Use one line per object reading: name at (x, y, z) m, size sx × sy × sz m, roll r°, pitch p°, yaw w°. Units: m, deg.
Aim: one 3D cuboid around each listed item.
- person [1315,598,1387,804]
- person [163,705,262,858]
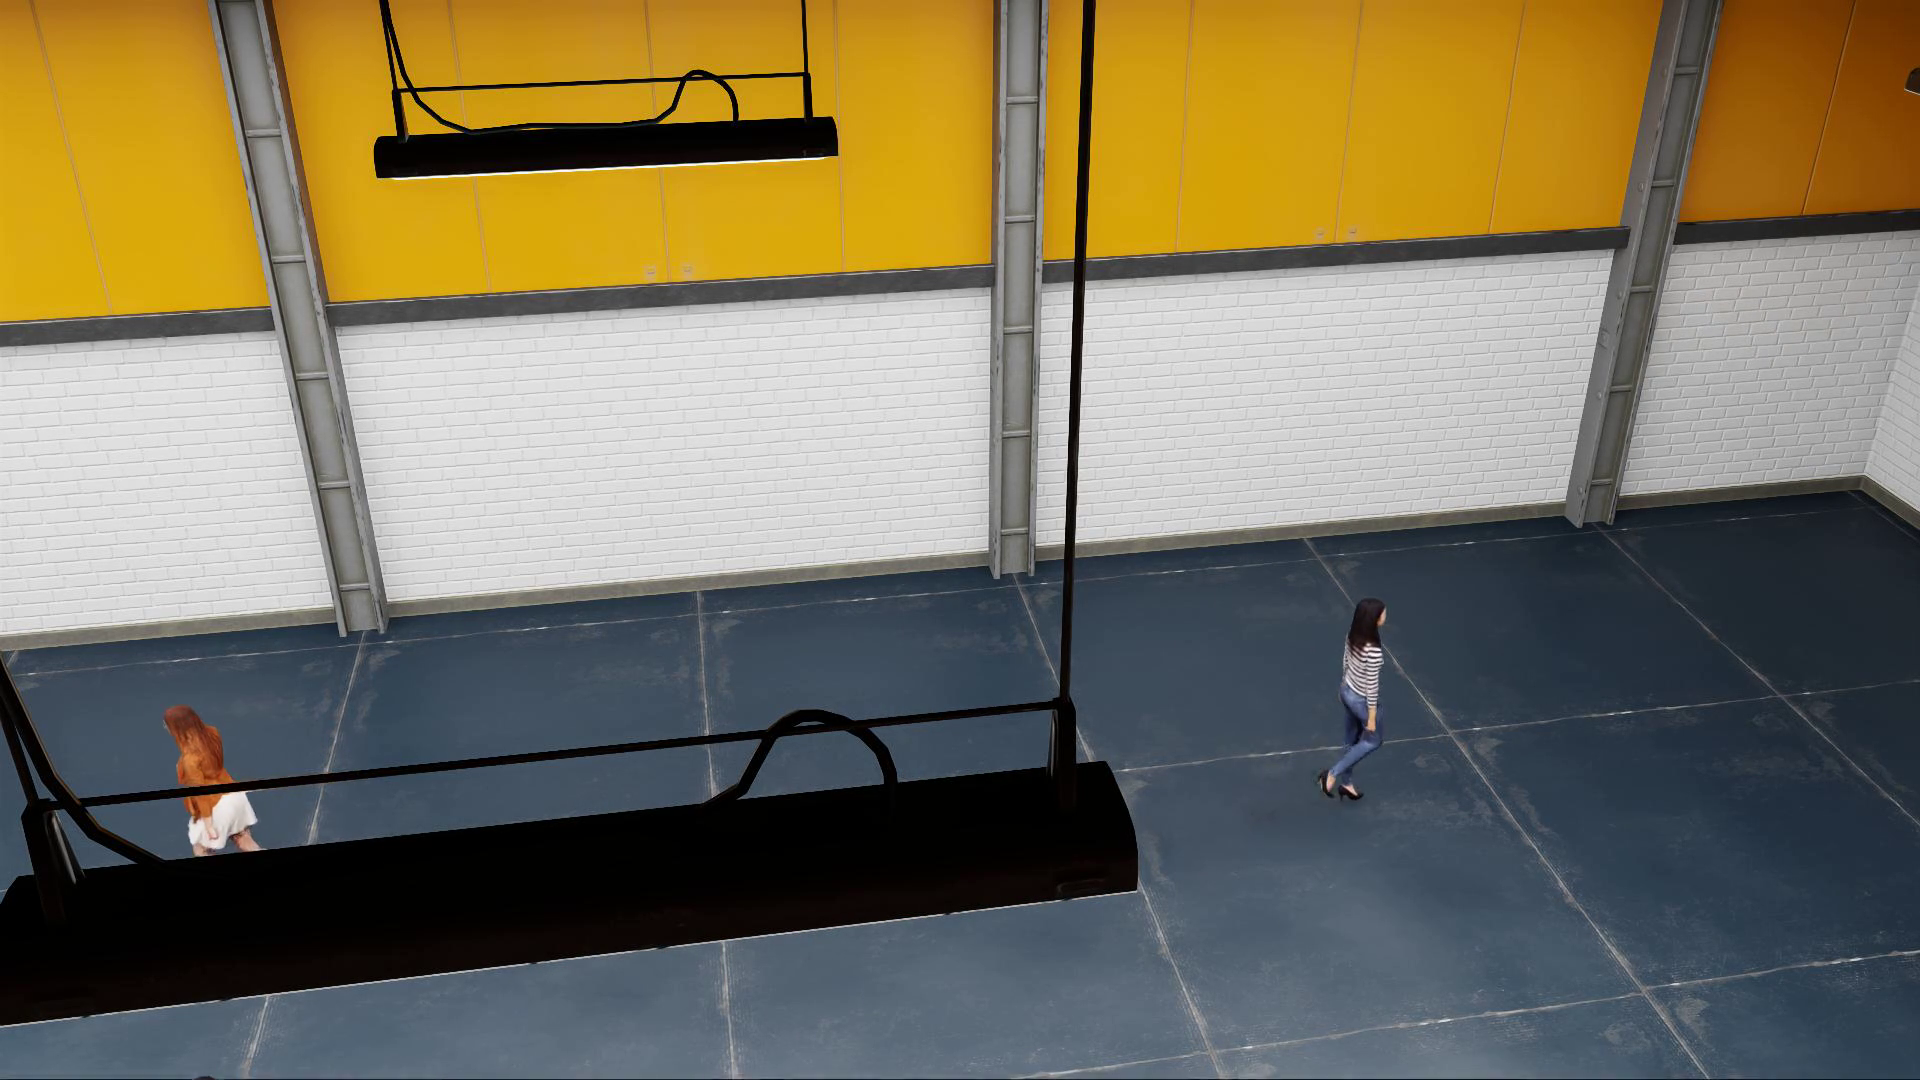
person at (2.902, 1.244, 12.412) m, size 0.720 × 1.787 × 0.645 m, roll -8°, pitch 30°, yaw -15°
person at (-5.004, 1.839, 11.419) m, size 0.874 × 1.693 × 0.763 m, roll 4°, pitch 29°, yaw 8°
